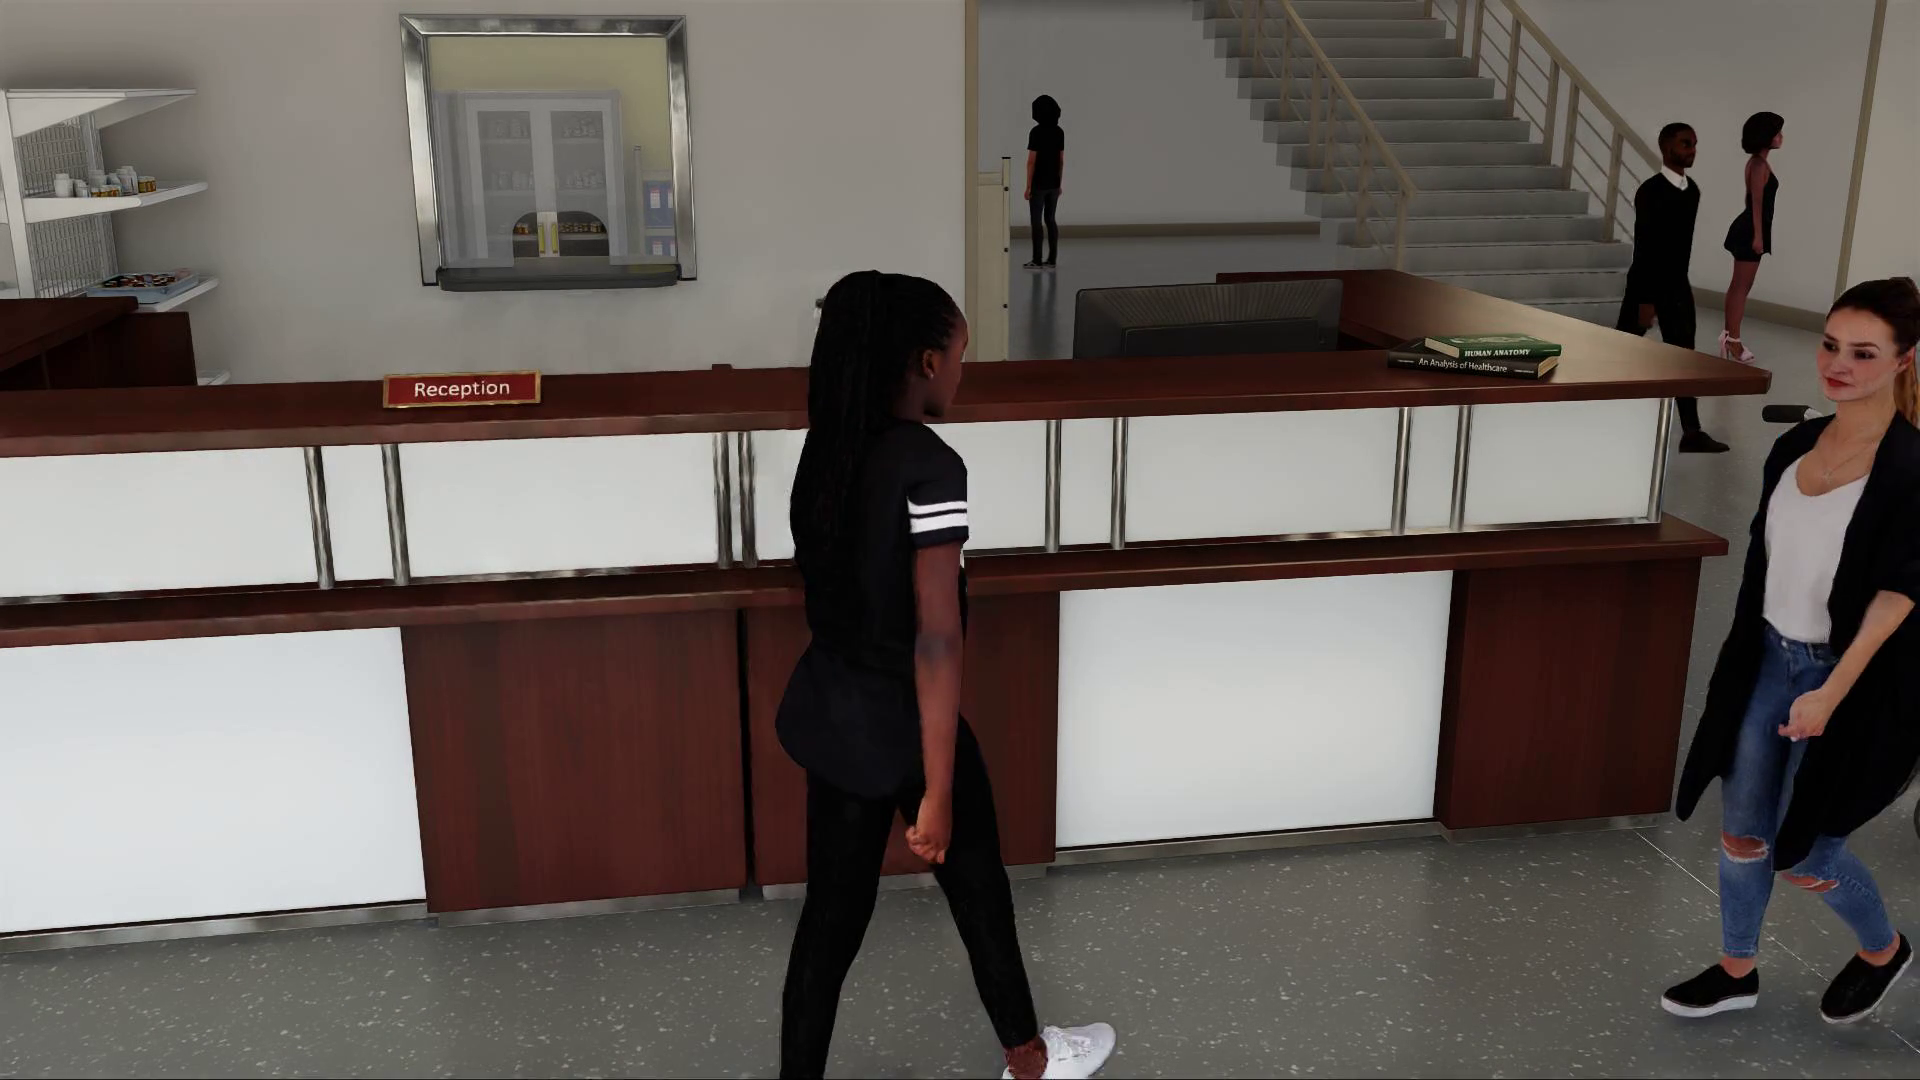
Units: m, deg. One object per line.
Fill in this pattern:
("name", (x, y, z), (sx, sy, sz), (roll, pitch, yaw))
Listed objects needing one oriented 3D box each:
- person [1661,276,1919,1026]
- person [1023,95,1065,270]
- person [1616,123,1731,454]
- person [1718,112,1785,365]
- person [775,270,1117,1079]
("person", (1.858, 0.308, 3.449), (0.741, 1.666, 0.746), (-3, 16, -12))
("person", (0.916, -3.846, 17.869), (0.710, 1.824, 0.702), (-12, 20, -37))
("person", (3.758, -1.357, 9.193), (0.949, 1.754, 1.306), (-9, 18, -28))
("person", (5.763, -2.206, 12.139), (0.716, 1.789, 0.621), (6, 17, 19))
("person", (-0.212, 0.402, 3.031), (1.027, 1.712, 1.084), (-10, 19, -33))
